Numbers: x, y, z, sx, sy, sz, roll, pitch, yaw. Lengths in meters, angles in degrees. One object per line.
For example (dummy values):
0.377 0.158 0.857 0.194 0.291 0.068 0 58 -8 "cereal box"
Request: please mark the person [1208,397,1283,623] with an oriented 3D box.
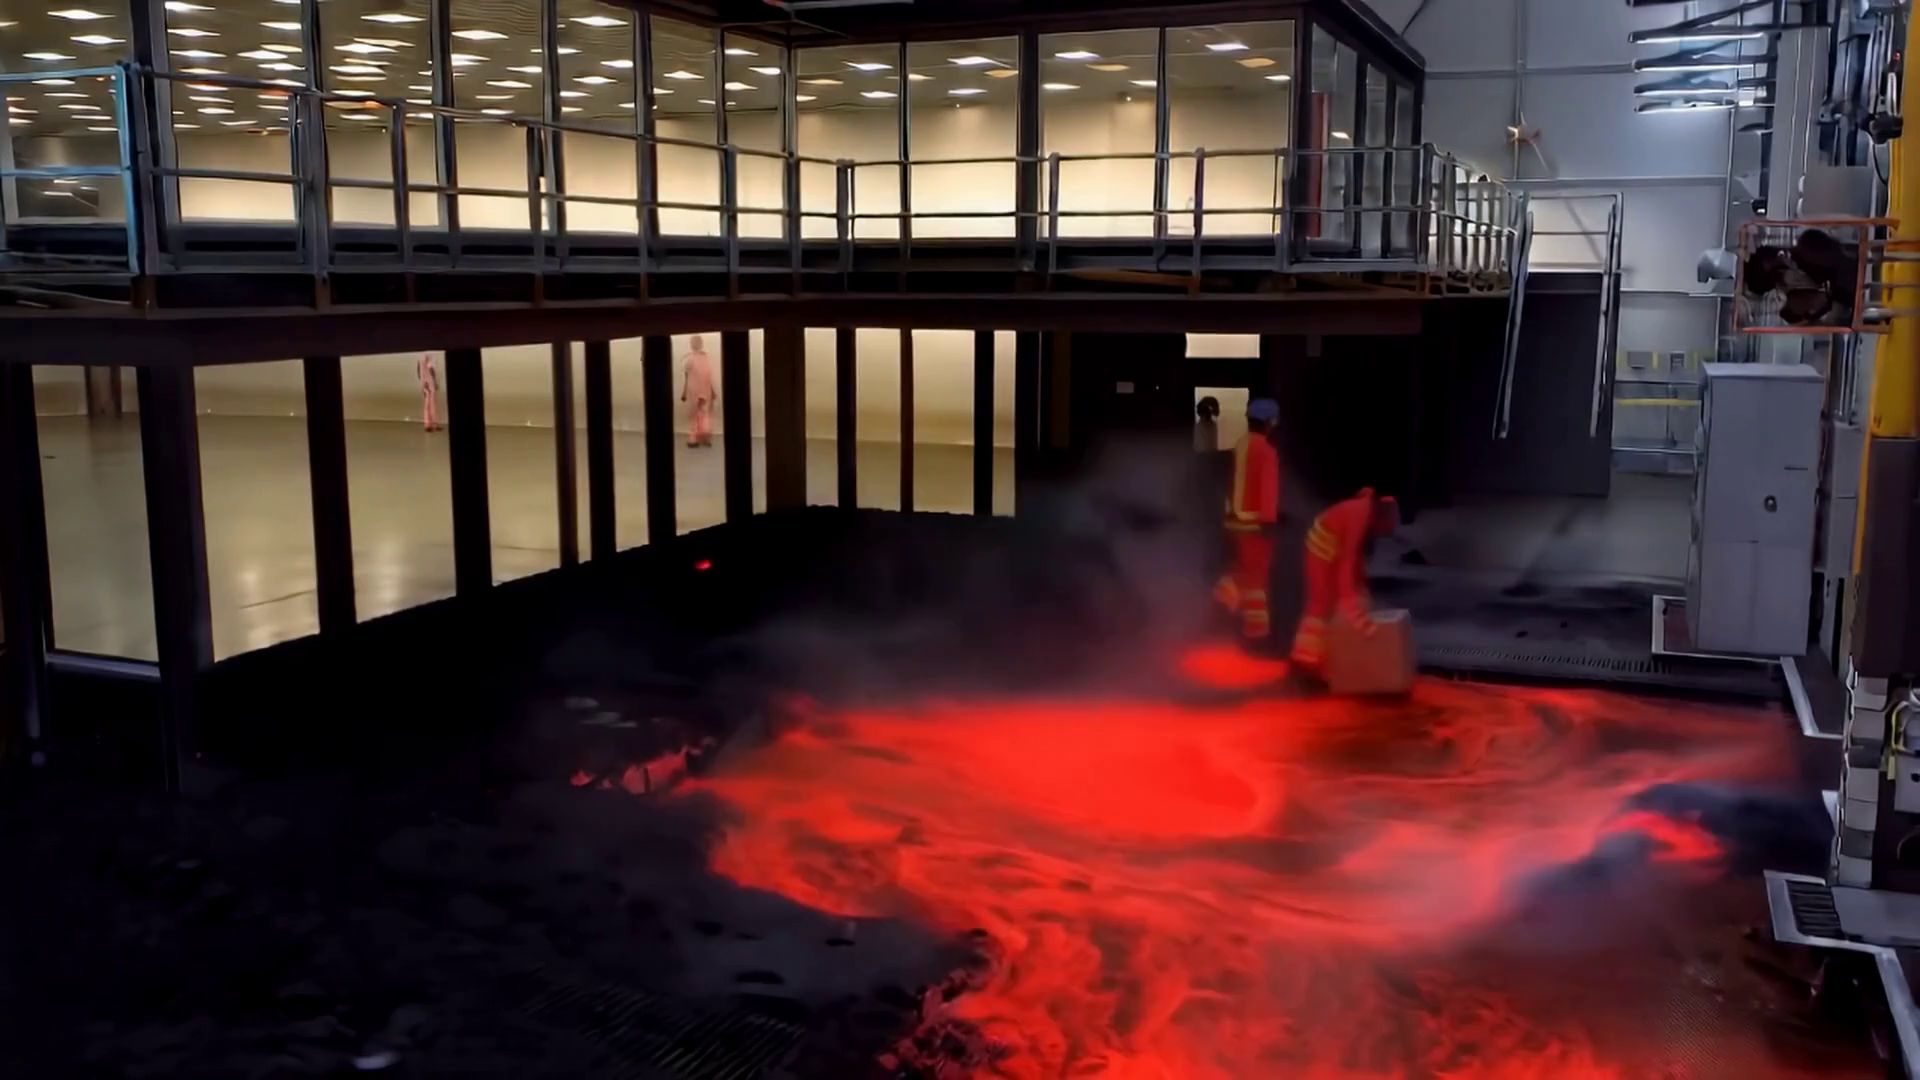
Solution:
2.517 -0.246 14.354 0.551 1.979 0.647 -4 10 -21 "person"
